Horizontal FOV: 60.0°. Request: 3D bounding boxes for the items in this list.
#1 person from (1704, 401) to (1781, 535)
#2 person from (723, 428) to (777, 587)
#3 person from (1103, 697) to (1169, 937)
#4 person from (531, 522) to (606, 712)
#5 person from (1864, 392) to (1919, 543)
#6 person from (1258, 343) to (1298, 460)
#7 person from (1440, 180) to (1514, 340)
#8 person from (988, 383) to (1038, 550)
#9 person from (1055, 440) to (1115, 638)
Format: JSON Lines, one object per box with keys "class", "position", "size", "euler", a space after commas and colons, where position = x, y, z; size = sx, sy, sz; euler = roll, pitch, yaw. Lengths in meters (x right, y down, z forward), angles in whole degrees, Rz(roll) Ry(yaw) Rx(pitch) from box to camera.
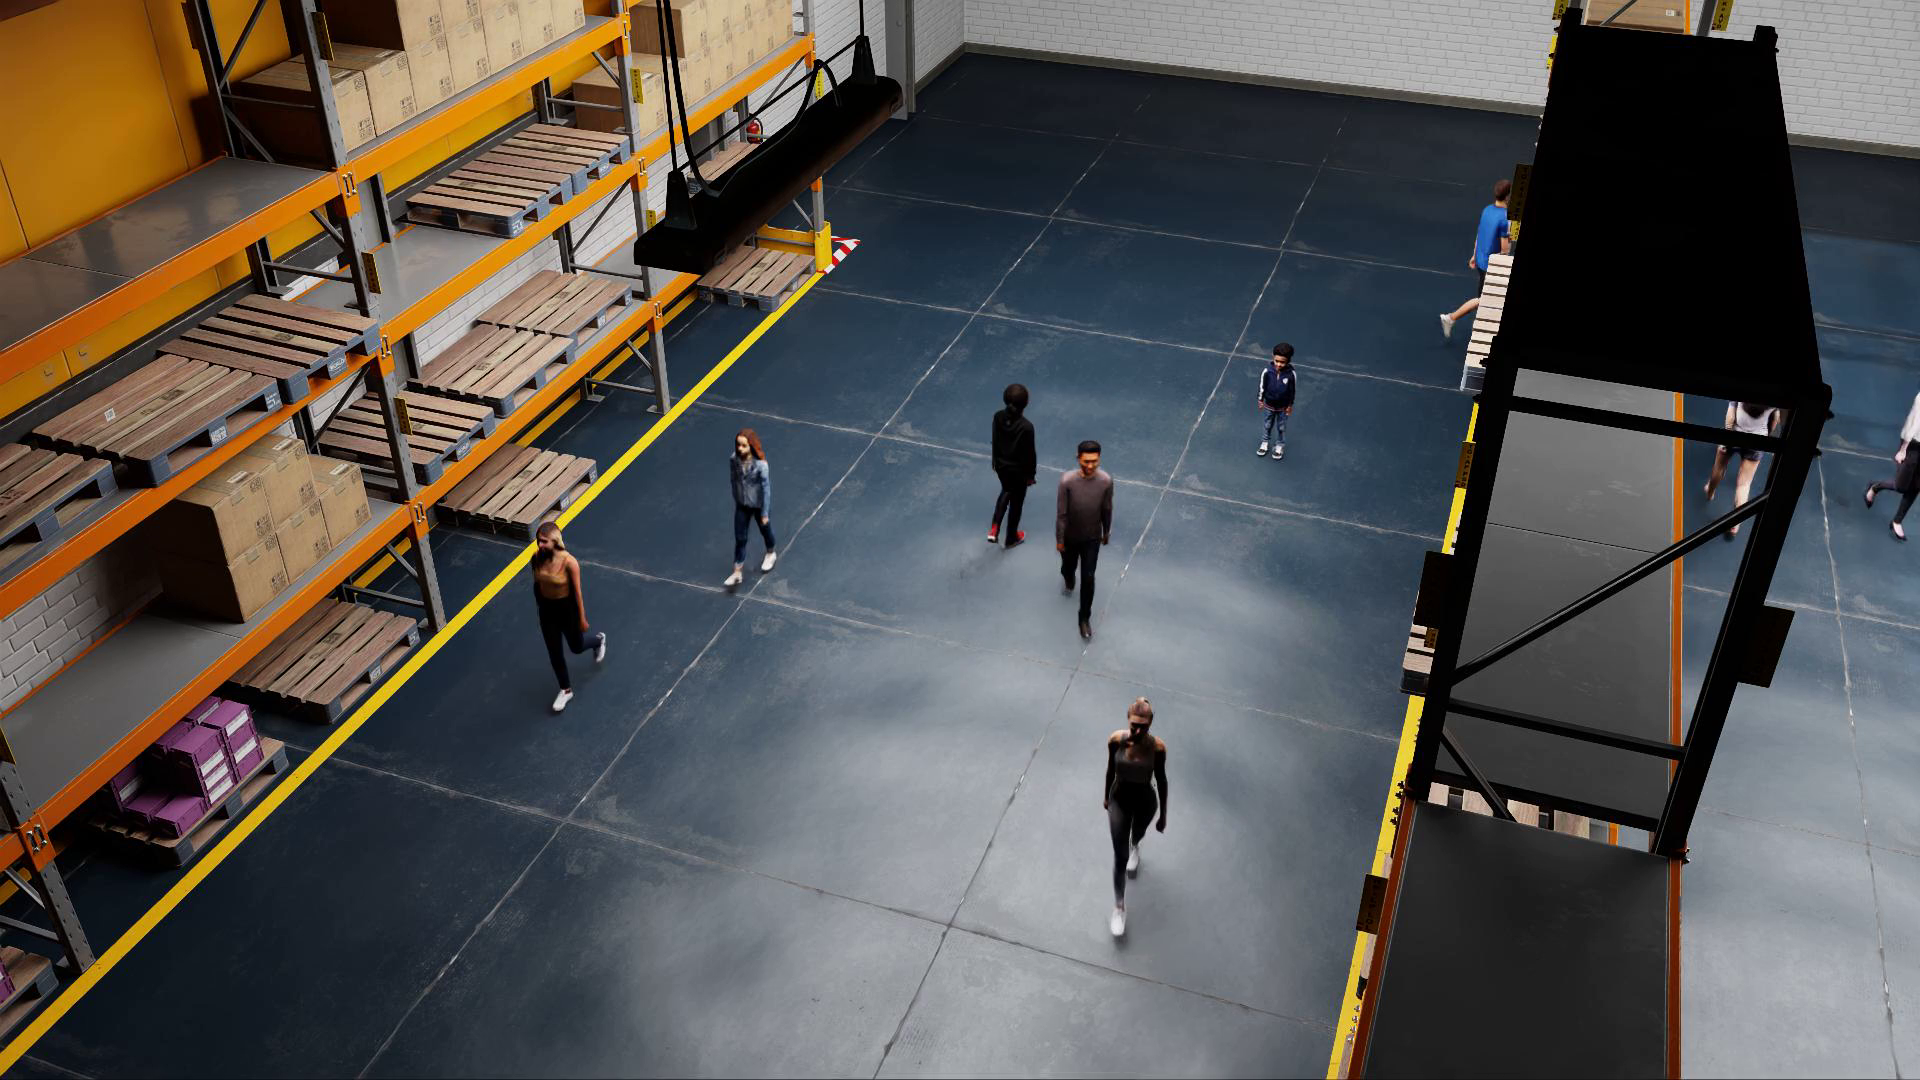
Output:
{"class": "person", "position": [7.107, -0.839, 15.043], "size": [0.646, 1.660, 1.095], "euler": [9, 35, 13]}
{"class": "person", "position": [-1.759, -0.345, 14.491], "size": [0.591, 1.448, 0.897], "euler": [13, 36, 18]}
{"class": "person", "position": [1.178, 1.726, 11.184], "size": [0.728, 1.660, 1.180], "euler": [6, 34, 8]}
{"class": "person", "position": [-3.085, 0.530, 13.027], "size": [0.555, 1.612, 0.928], "euler": [12, 35, 17]}
{"class": "person", "position": [8.565, -0.839, 14.965], "size": [0.834, 1.746, 0.936], "euler": [-7, 34, -10]}
{"class": "person", "position": [3.112, -1.371, 16.239], "size": [0.510, 1.222, 0.480], "euler": [13, 36, 19]}
{"class": "person", "position": [5.703, -3.005, 18.144], "size": [1.093, 1.835, 1.144], "euler": [-9, 35, -13]}
{"class": "person", "position": [0.422, -0.610, 14.690], "size": [0.731, 1.670, 0.818], "euler": [23, 40, 31]}
{"class": "person", "position": [0.997, -0.094, 13.848], "size": [0.873, 1.742, 1.129], "euler": [3, 34, 4]}
